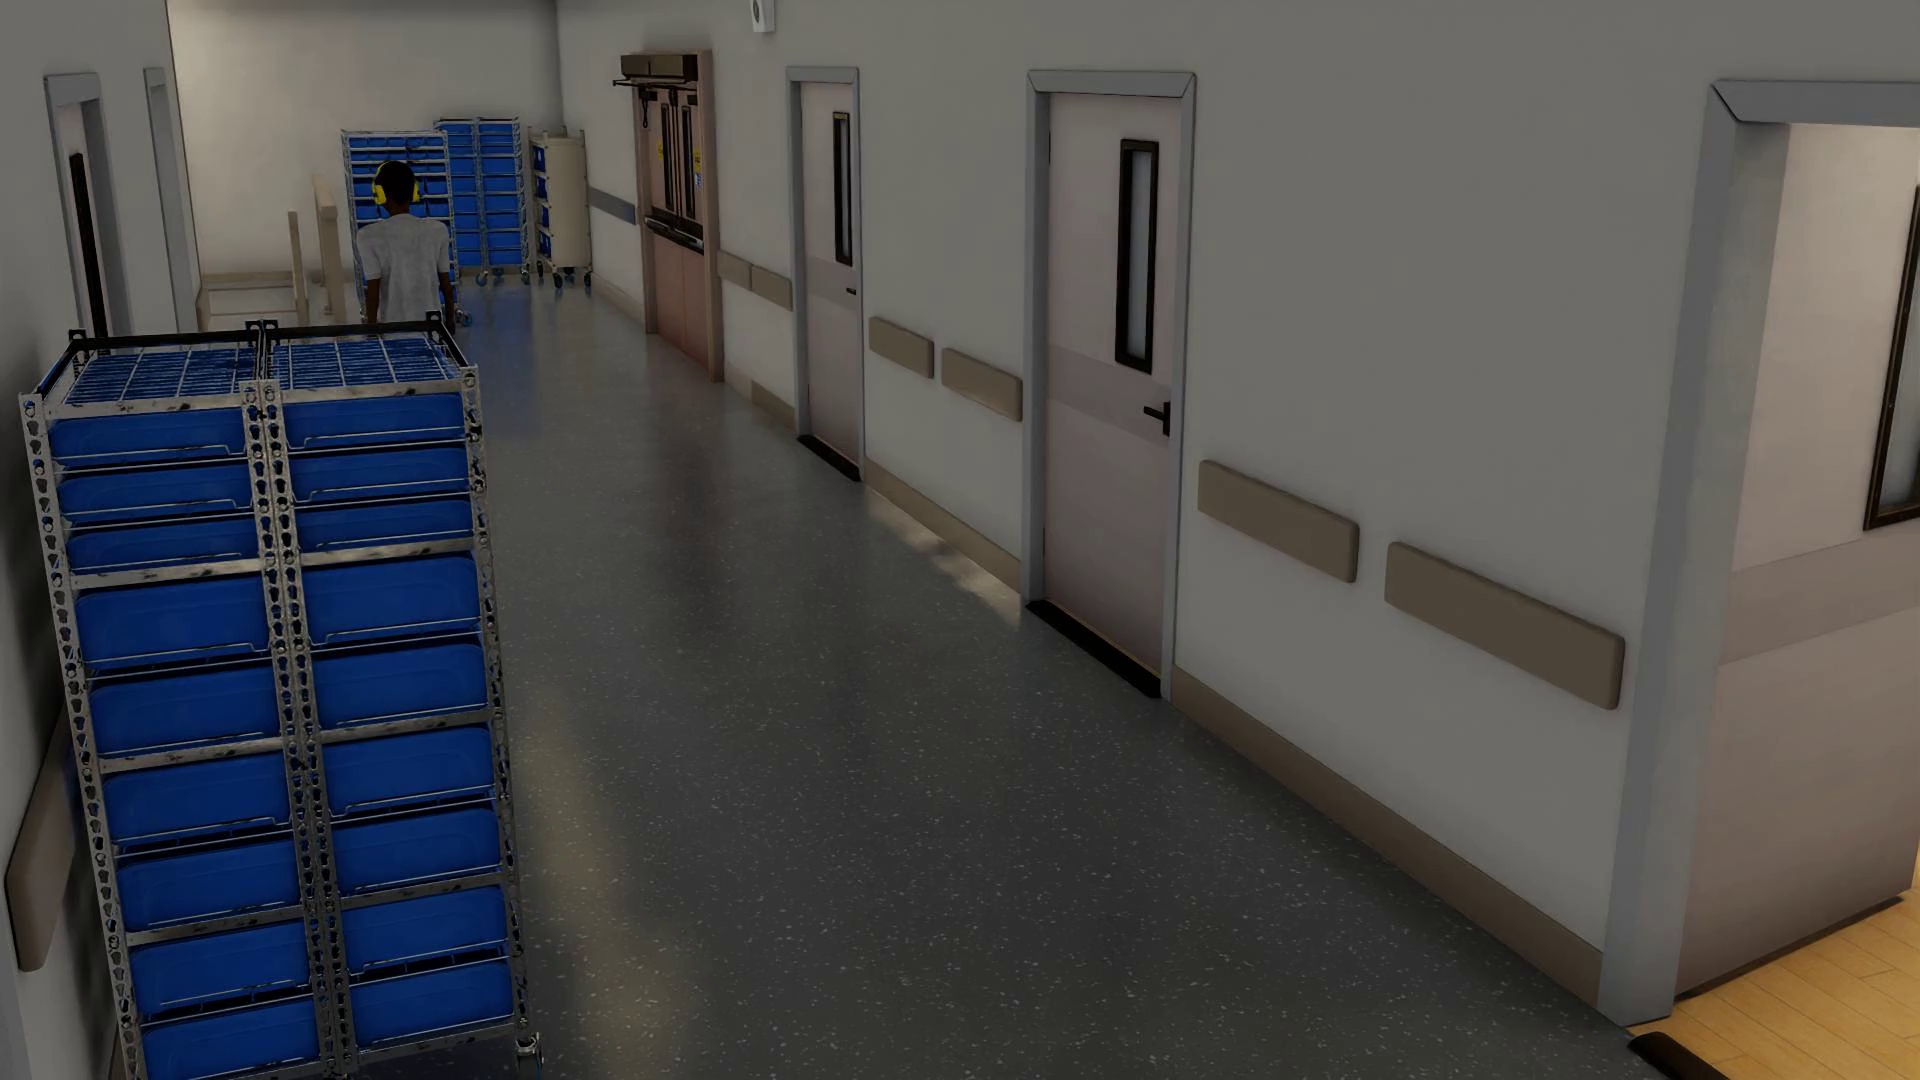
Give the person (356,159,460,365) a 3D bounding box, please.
[{"bbox_3d":[-2.950,-1.091,8.943,0.509,1.868,0.328,-13,21,-38],"label":"person"}]
